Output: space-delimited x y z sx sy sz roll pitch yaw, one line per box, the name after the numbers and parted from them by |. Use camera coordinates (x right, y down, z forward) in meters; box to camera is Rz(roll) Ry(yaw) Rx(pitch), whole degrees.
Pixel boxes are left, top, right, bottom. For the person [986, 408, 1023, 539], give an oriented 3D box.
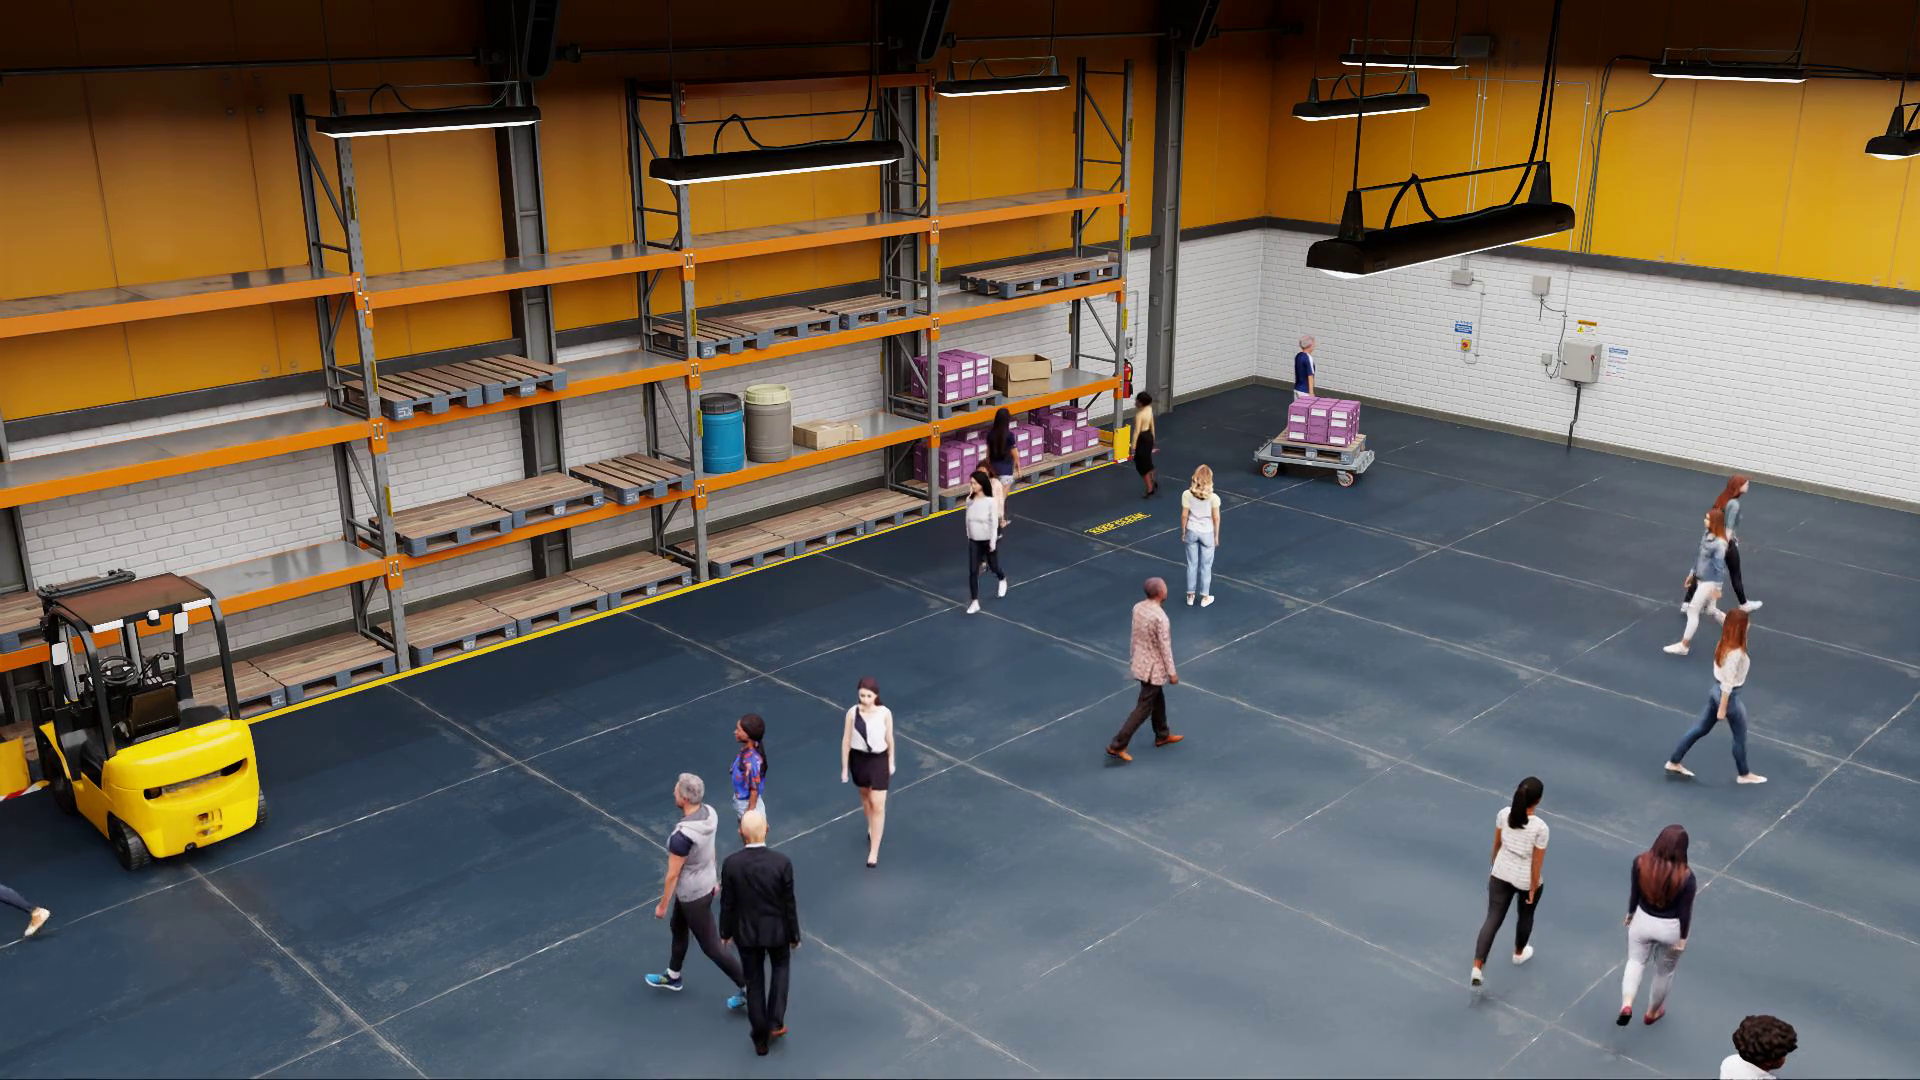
0.498 -0.845 21.973 0.674 1.742 0.926 13 23 34 | person

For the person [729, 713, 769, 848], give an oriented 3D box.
-1.633 2.158 13.058 0.687 1.741 0.668 -4 19 -11 | person

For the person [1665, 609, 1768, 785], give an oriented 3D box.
6.909 1.451 15.237 1.078 1.689 1.117 3 19 9 | person

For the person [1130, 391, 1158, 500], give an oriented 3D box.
2.645 -1.341 23.645 0.787 1.613 0.624 15 24 38 | person

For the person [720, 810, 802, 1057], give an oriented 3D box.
-1.351 2.715 11.328 0.807 1.788 0.880 -1 19 -3 | person

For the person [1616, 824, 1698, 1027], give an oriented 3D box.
4.834 2.729 11.587 0.645 1.597 0.857 15 24 37 | person

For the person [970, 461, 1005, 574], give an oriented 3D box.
0.341 -0.286 20.750 0.732 1.463 0.796 -5 19 -13 | person

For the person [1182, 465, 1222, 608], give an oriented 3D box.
2.841 -0.054 19.653 0.702 1.723 0.691 7 20 20 | person

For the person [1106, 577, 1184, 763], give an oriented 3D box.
1.725 1.239 15.707 1.255 1.791 0.979 -7 20 -20 | person

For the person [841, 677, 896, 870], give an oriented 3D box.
-0.758 1.895 14.052 1.046 1.603 1.132 1 19 2 | person

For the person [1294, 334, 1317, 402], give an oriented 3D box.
5.435 -2.351 26.294 0.714 1.838 0.719 -6 19 -16 | person

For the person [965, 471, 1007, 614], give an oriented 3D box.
0.315 -0.002 19.593 0.862 1.664 1.177 8 20 24 | person

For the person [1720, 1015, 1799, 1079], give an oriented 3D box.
4.322 3.422 9.197 0.752 1.808 0.711 -1 19 -4 | person

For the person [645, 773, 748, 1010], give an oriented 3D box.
-1.796 2.543 11.840 1.180 1.788 1.222 3 19 9 | person

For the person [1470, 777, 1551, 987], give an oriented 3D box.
4.020 2.530 12.161 0.596 1.607 1.109 15 24 38 | person

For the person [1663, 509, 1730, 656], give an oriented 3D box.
8.256 0.480 18.149 1.093 1.671 1.109 3 19 7 | person

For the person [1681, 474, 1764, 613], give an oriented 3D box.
8.738 0.086 19.292 1.153 1.688 1.074 -1 19 -2 | person
